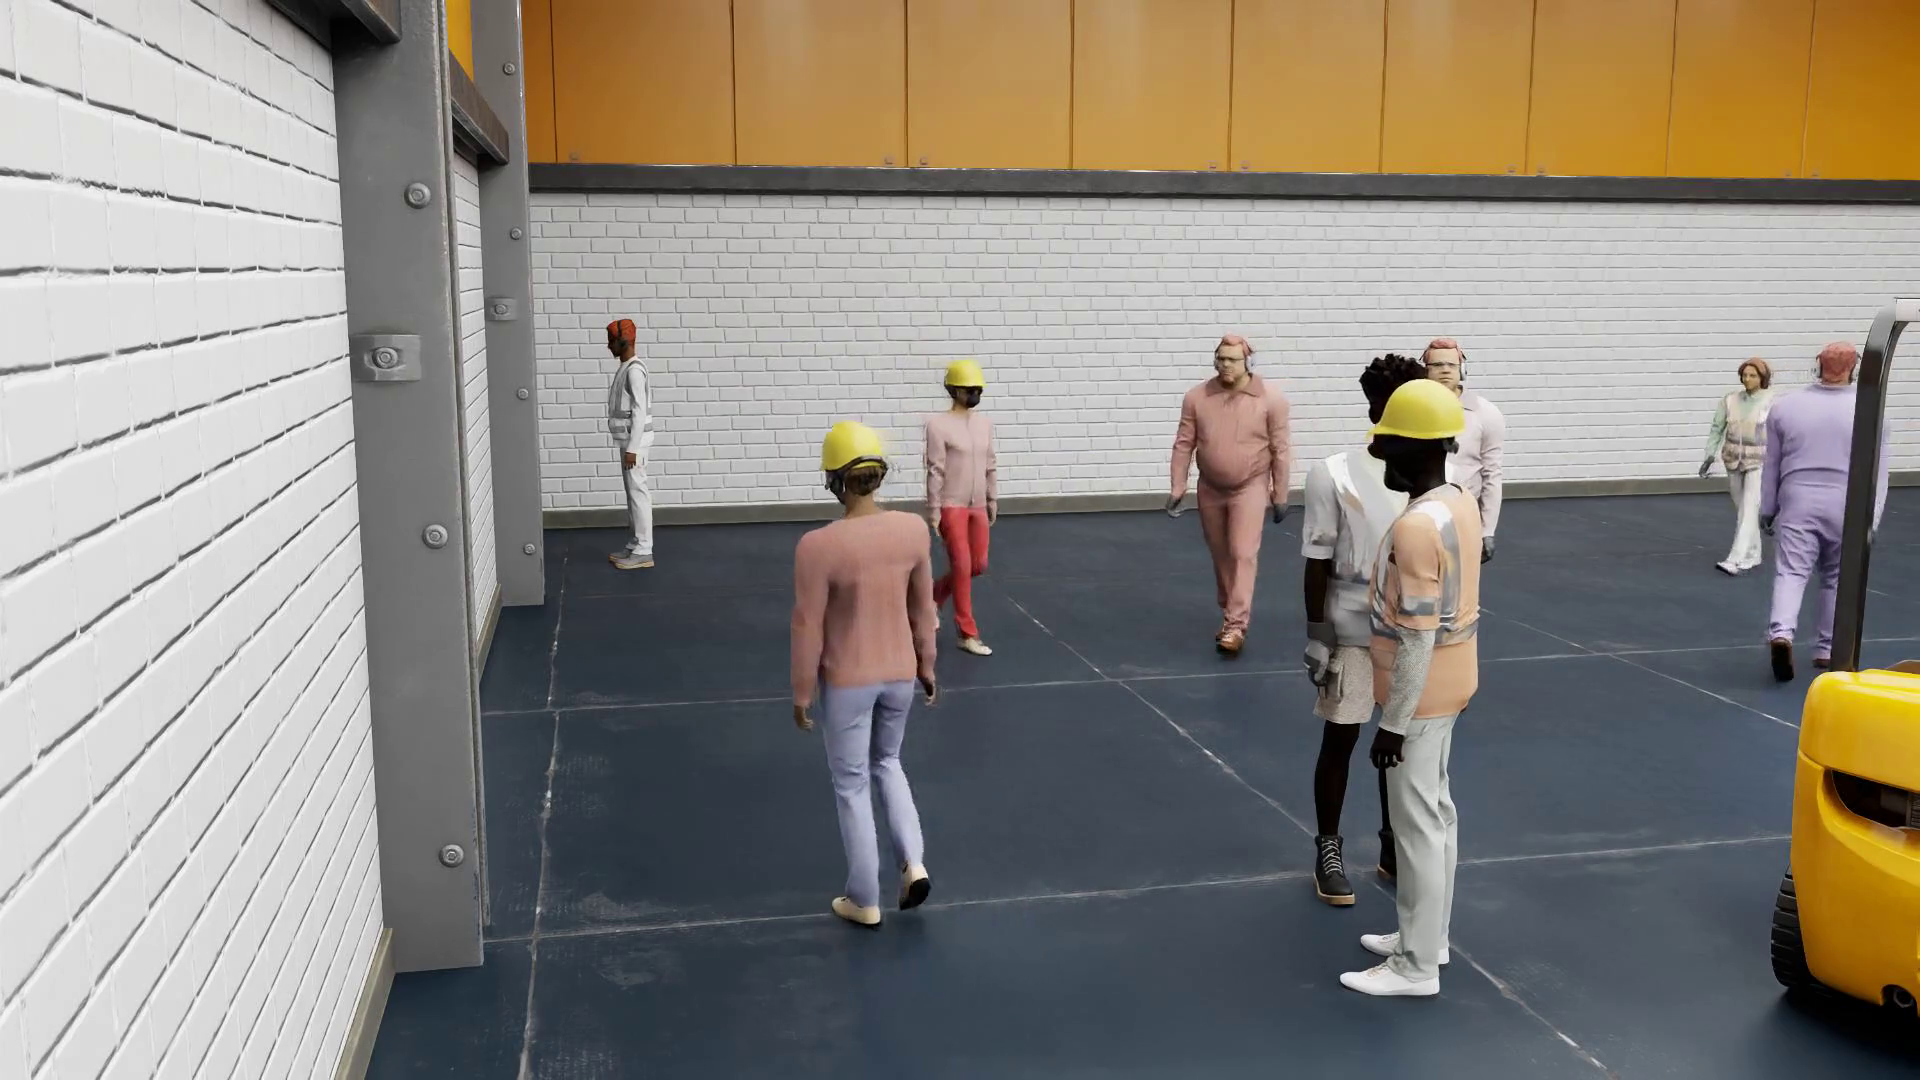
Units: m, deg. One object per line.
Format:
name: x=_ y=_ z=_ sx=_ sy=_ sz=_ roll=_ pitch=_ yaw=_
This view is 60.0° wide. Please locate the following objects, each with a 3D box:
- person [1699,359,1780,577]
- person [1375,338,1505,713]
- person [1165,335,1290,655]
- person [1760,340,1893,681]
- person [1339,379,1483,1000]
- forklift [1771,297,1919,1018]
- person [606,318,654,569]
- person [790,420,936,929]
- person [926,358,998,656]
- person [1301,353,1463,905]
person: x=5.773 y=-0.529 z=12.274 sx=0.873 sy=1.590 sz=0.528 roll=-7 pitch=11 yaw=-35
person: x=2.427 y=-0.077 z=8.538 sx=0.651 sy=1.913 sz=0.409 roll=4 pitch=10 yaw=24
person: x=1.555 y=-0.262 z=9.812 sx=0.662 sy=1.867 sz=0.948 roll=5 pitch=11 yaw=29
person: x=4.747 y=-0.164 z=9.182 sx=0.647 sy=1.878 sz=0.883 roll=7 pitch=12 yaw=37
person: x=1.417 y=0.465 z=5.182 sx=0.360 sy=1.930 sz=0.587 roll=5 pitch=10 yaw=26
forklift: x=3.542 y=0.334 z=5.177 sx=2.313 sy=2.155 sz=1.214 roll=-9 pitch=13 yaw=-43
person: x=-2.497 y=-0.728 z=12.587 sx=0.354 sy=1.887 sz=0.573 roll=-3 pitch=10 yaw=-16
person: x=-0.335 y=0.467 z=5.682 sx=0.556 sy=1.751 sz=0.366 roll=-7 pitch=11 yaw=-35
person: x=-0.025 y=-0.216 z=9.886 sx=0.529 sy=1.744 sz=0.671 roll=-9 pitch=13 yaw=-42
person: x=1.509 y=0.319 z=5.956 sx=0.605 sy=1.966 sz=0.367 roll=-2 pitch=10 yaw=-13
